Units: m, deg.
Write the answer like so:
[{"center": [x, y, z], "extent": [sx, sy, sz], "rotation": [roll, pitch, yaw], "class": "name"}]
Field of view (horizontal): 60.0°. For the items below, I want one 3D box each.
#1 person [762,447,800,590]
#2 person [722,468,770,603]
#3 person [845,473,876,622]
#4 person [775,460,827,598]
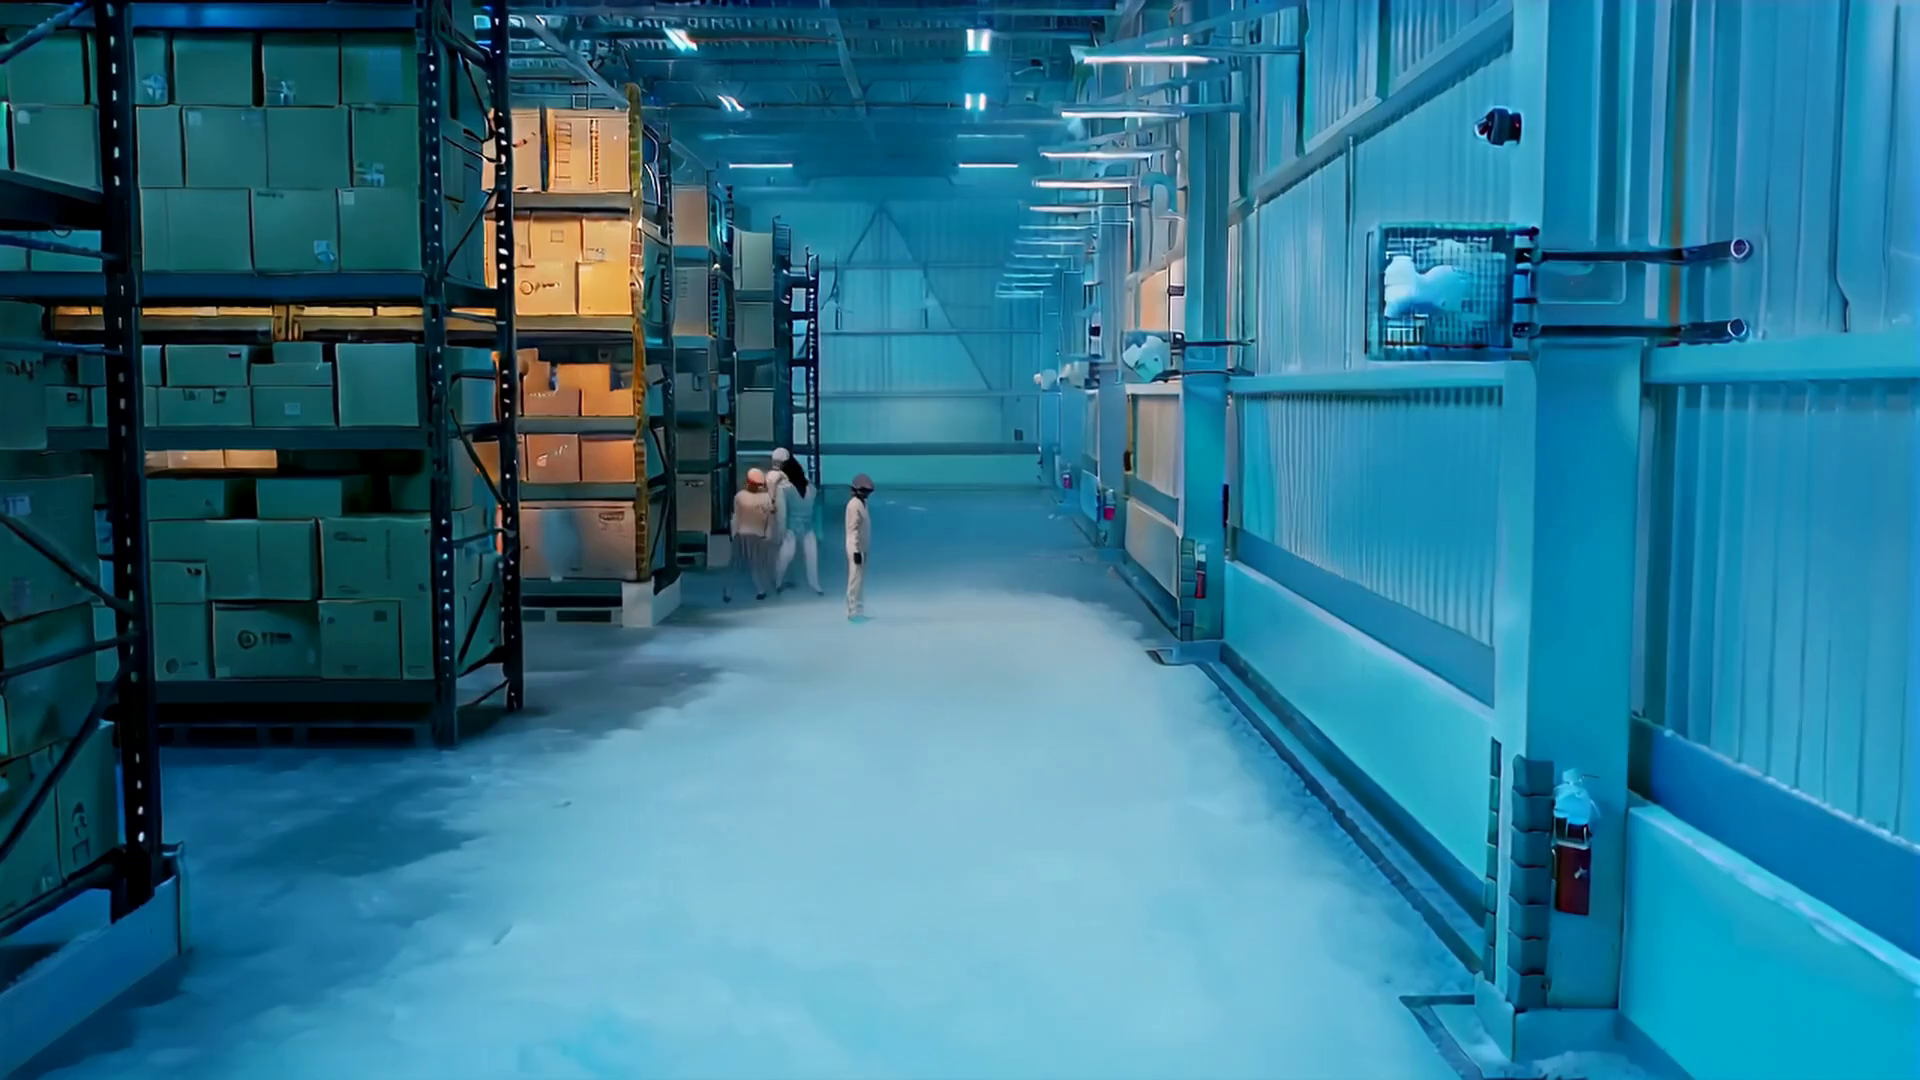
[{"center": [-2.447, -0.289, 22.647], "extent": [0.392, 1.946, 0.616], "rotation": [-5, 7, -43], "class": "person"}, {"center": [-2.727, -0.055, 21.320], "extent": [0.588, 1.709, 0.613], "rotation": [1, 5, 15], "class": "person"}, {"center": [-1.150, 0.087, 19.448], "extent": [0.349, 1.743, 0.570], "rotation": [1, 5, 12], "class": "person"}, {"center": [-2.094, -0.133, 21.647], "extent": [0.670, 1.818, 0.503], "rotation": [-4, 6, -39], "class": "person"}]
